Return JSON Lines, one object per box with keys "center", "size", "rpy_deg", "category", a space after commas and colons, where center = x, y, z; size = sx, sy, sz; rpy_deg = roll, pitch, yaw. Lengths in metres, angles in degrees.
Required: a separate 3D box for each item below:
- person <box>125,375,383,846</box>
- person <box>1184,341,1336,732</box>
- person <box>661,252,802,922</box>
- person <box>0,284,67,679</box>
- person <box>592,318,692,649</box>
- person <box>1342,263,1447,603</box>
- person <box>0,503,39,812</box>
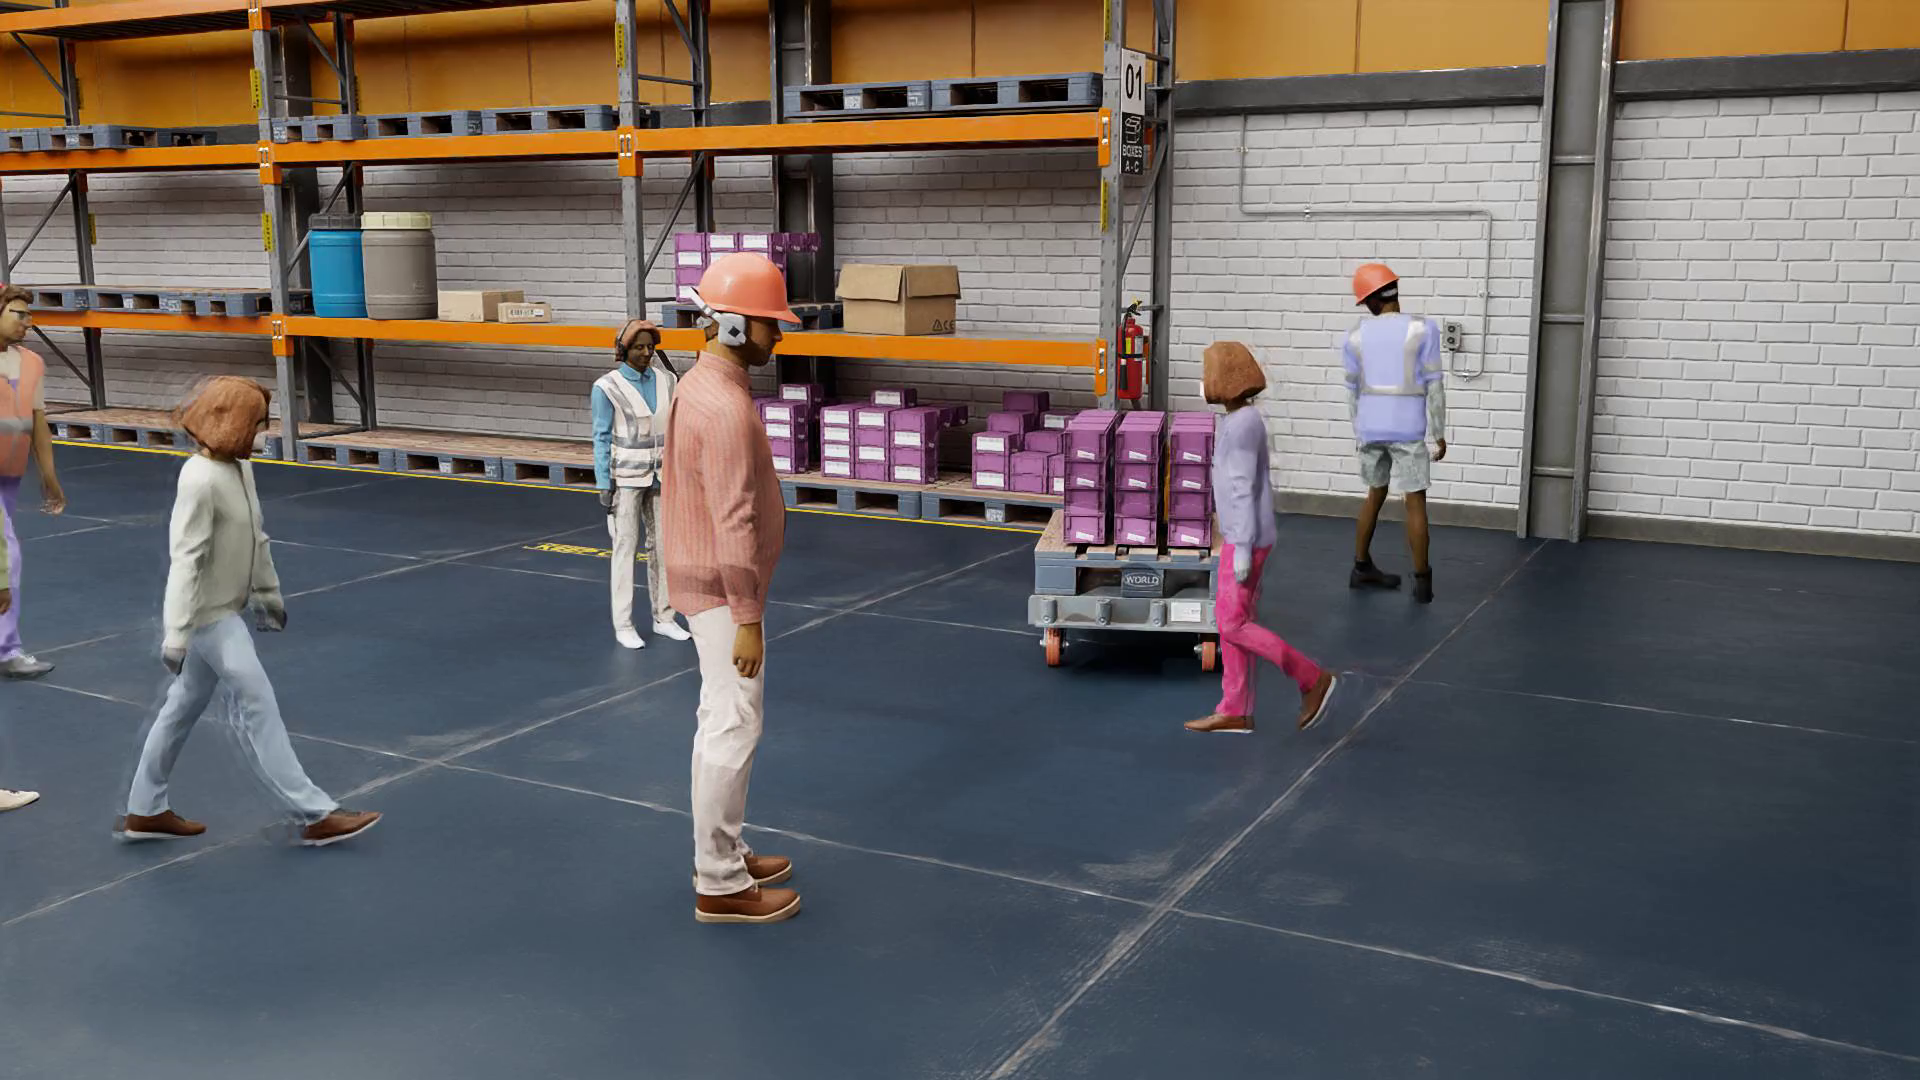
{"center": [-2.390, 0.250, 5.460], "size": [0.877, 1.576, 0.571], "rpy_deg": [-2, 10, -9], "category": "person"}
{"center": [1.202, 0.017, 6.640], "size": [0.519, 1.613, 0.522], "rpy_deg": [1, 10, 5], "category": "person"}
{"center": [-0.664, 0.154, 4.911], "size": [0.411, 1.980, 0.626], "rpy_deg": [-3, 11, -16], "category": "person"}
{"center": [-4.433, -0.267, 7.680], "size": [0.689, 1.802, 0.605], "rpy_deg": [1, 10, 7], "category": "person"}
{"center": [-1.582, -0.278, 8.228], "size": [0.320, 1.631, 0.525], "rpy_deg": [9, 14, 41], "category": "person"}
{"center": [2.446, -0.613, 9.370], "size": [0.589, 1.880, 0.451], "rpy_deg": [8, 13, 37], "category": "person"}
{"center": [-3.521, 0.094, 5.837], "size": [0.519, 1.757, 0.337], "rpy_deg": [4, 11, 23], "category": "person"}
